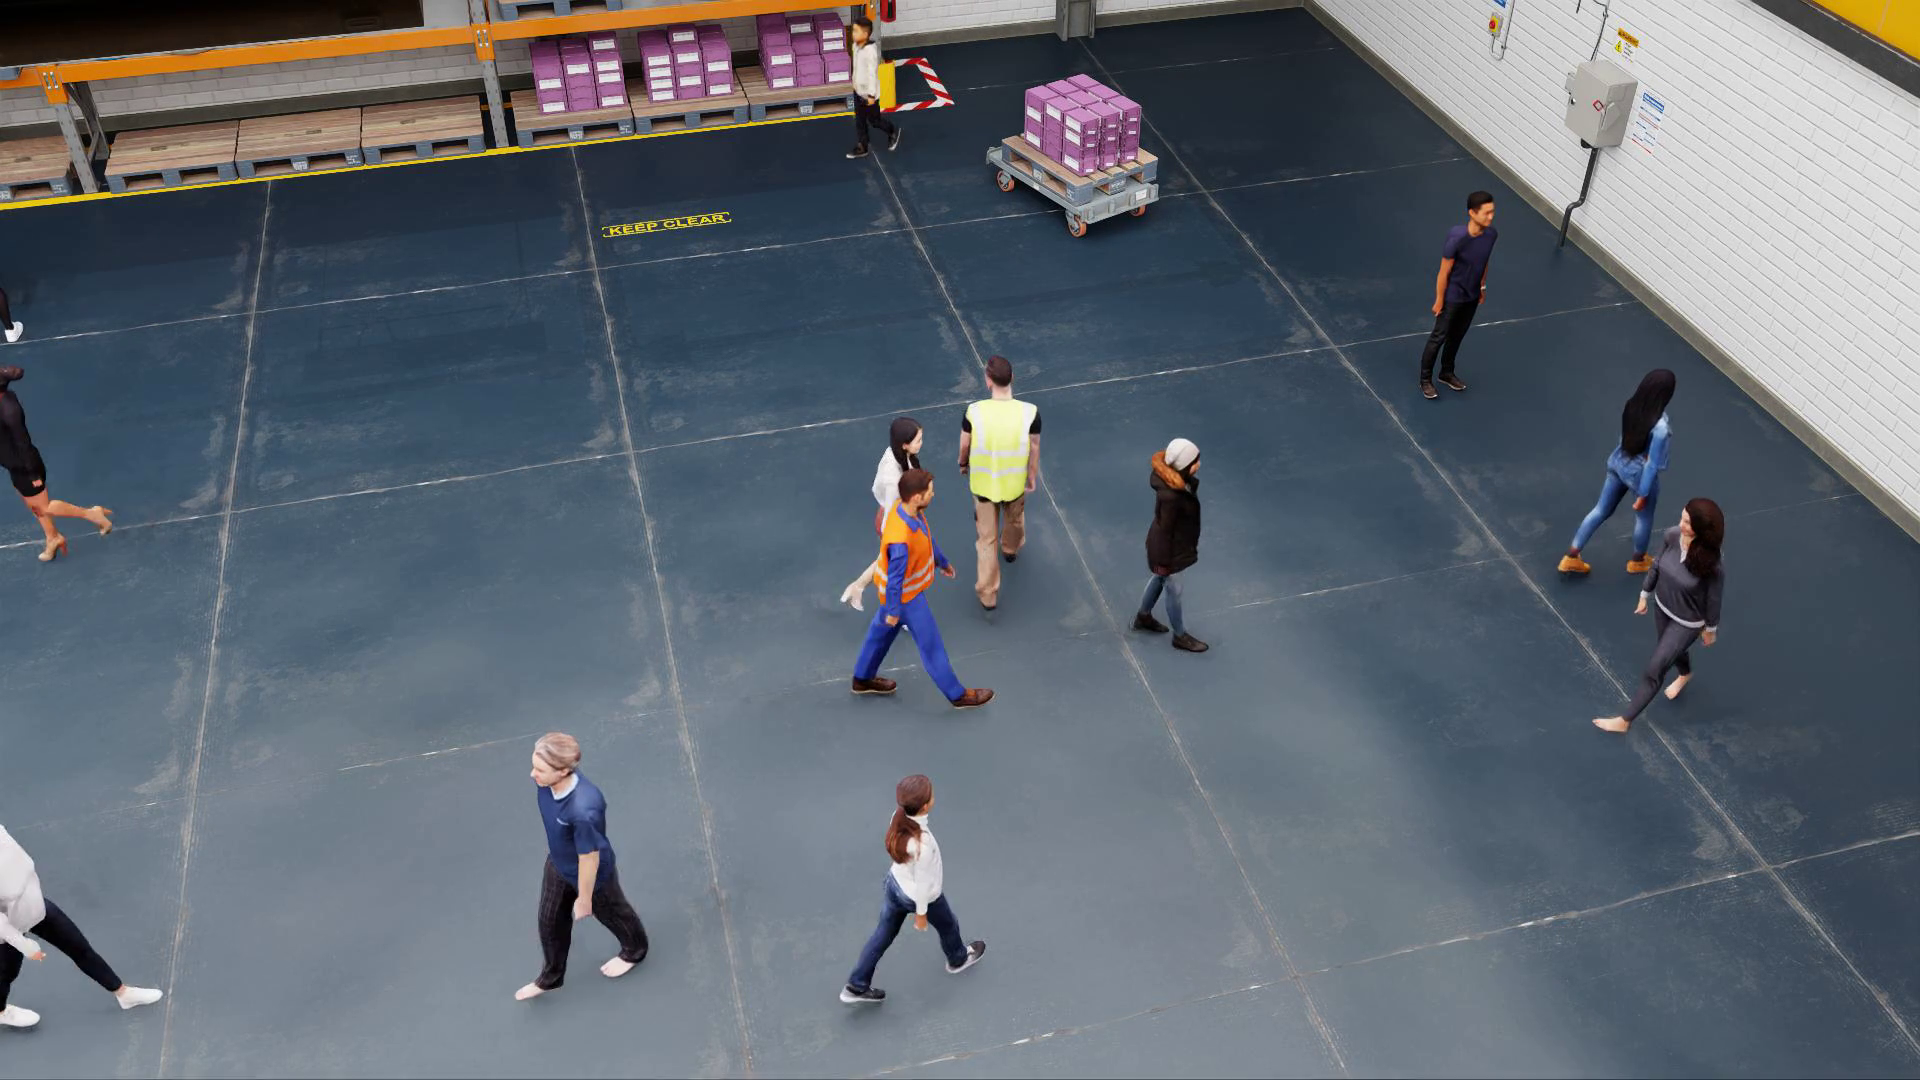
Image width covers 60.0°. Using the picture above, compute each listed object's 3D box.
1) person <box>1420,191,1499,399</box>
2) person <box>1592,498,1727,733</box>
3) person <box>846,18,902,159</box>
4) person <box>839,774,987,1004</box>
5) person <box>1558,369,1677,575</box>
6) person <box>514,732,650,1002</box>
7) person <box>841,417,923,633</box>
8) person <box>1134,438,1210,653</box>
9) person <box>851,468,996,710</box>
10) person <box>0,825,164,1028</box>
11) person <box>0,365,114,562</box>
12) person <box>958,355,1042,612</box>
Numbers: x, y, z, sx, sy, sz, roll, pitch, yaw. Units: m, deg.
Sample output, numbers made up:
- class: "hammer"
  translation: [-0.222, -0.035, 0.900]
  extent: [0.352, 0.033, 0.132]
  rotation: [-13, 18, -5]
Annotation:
- class: "person"
  translation: [3.975, -1.971, 13.226]
  extent: [0.521, 1.792, 0.749]
  rotation: [-17, 42, -20]
- class: "person"
  translation: [4.514, 0.427, 10.278]
  extent: [1.174, 1.722, 0.771]
  rotation: [-19, 43, -23]
- class: "person"
  translation: [-0.879, -4.544, 16.725]
  extent: [0.903, 1.444, 0.750]
  rotation: [-23, 44, -26]
- class: "person"
  translation: [-0.331, 1.862, 8.649]
  extent: [1.153, 1.514, 0.773]
  rotation: [-21, 43, -24]
- class: "person"
  translation: [4.511, -0.418, 11.367]
  extent: [0.986, 1.684, 0.618]
  rotation: [-9, 40, -12]
- class: "person"
  translation: [-1.883, 1.646, 8.652]
  extent: [1.098, 1.847, 0.942]
  rotation: [-29, 47, -31]
- class: "person"
  translation: [-0.490, -0.078, 10.905]
  extent: [0.894, 1.730, 0.763]
  rotation: [5, 39, 7]
- class: "person"
  translation: [1.338, 0.009, 10.877]
  extent: [0.898, 1.629, 0.815]
  rotation: [10, 40, 12]
- class: "person"
  translation: [-0.429, 0.328, 10.337]
  extent: [1.239, 1.805, 0.888]
  rotation: [1, 39, 1]
- class: "person"
  translation: [-4.867, 1.951, 8.427]
  extent: [1.177, 1.653, 0.785]
  rotation: [-1, 39, -2]
- class: "person"
  translation: [-6.398, -0.527, 11.547]
  extent: [0.868, 1.631, 0.706]
  rotation: [-22, 44, -25]
- class: "person"
  translation: [0.258, -0.356, 11.192]
  extent: [1.091, 1.805, 0.820]
  rotation: [-4, 39, -5]
